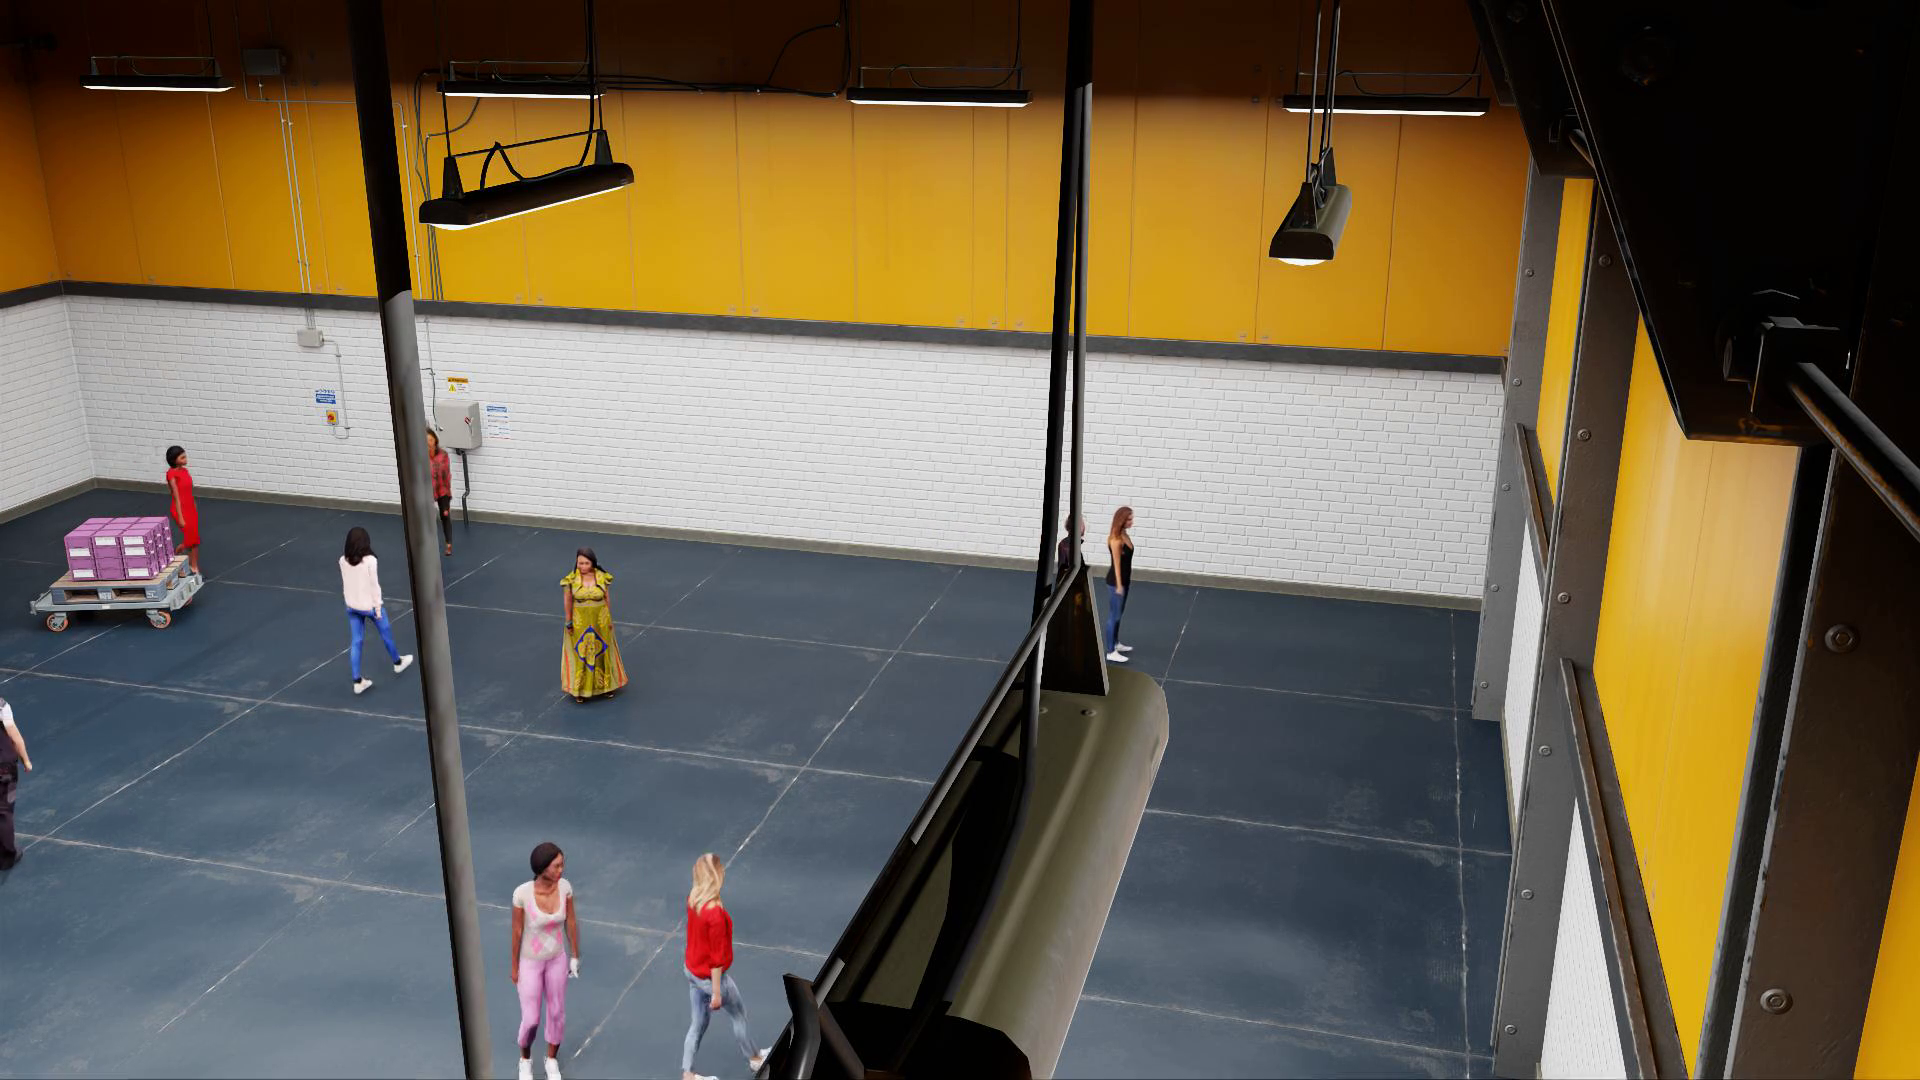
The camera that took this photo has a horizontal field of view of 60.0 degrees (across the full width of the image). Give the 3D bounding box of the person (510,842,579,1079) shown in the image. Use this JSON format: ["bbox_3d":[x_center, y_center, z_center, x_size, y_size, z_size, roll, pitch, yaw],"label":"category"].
[{"bbox_3d":[-2.800,2.812,11.166,0.714,1.731,0.794,-9,21,-26],"label":"person"}]

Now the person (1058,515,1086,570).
[{"bbox_3d":[1.182,0.624,17.368,0.837,1.920,0.699,-4,19,-11],"label":"person"}]

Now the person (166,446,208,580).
[{"bbox_3d":[-9.615,-0.309,20.435,0.742,1.730,0.742,0,19,0],"label":"person"}]

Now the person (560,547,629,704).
[{"bbox_3d":[-3.810,0.848,17.114,0.998,1.658,1.041,-9,20,-24],"label":"person"}]

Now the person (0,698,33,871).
[{"bbox_3d":[-8.029,1.898,13.716,0.746,1.836,0.738,-2,19,-5],"label":"person"}]

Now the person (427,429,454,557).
[{"bbox_3d":[-6.815,-0.631,21.517,1.109,1.649,1.189,-12,22,-31],"label":"person"}]

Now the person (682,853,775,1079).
[{"bbox_3d":[-1.741,2.909,10.976,1.084,1.670,0.993,-12,22,-31],"label":"person"}]

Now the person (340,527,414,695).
[{"bbox_3d":[-6.242,0.758,17.265,0.673,1.732,1.034,6,20,17],"label":"person"}]

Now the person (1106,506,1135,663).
[{"bbox_3d":[1.734,0.456,18.176,0.655,1.722,0.454,5,19,16],"label":"person"}]
